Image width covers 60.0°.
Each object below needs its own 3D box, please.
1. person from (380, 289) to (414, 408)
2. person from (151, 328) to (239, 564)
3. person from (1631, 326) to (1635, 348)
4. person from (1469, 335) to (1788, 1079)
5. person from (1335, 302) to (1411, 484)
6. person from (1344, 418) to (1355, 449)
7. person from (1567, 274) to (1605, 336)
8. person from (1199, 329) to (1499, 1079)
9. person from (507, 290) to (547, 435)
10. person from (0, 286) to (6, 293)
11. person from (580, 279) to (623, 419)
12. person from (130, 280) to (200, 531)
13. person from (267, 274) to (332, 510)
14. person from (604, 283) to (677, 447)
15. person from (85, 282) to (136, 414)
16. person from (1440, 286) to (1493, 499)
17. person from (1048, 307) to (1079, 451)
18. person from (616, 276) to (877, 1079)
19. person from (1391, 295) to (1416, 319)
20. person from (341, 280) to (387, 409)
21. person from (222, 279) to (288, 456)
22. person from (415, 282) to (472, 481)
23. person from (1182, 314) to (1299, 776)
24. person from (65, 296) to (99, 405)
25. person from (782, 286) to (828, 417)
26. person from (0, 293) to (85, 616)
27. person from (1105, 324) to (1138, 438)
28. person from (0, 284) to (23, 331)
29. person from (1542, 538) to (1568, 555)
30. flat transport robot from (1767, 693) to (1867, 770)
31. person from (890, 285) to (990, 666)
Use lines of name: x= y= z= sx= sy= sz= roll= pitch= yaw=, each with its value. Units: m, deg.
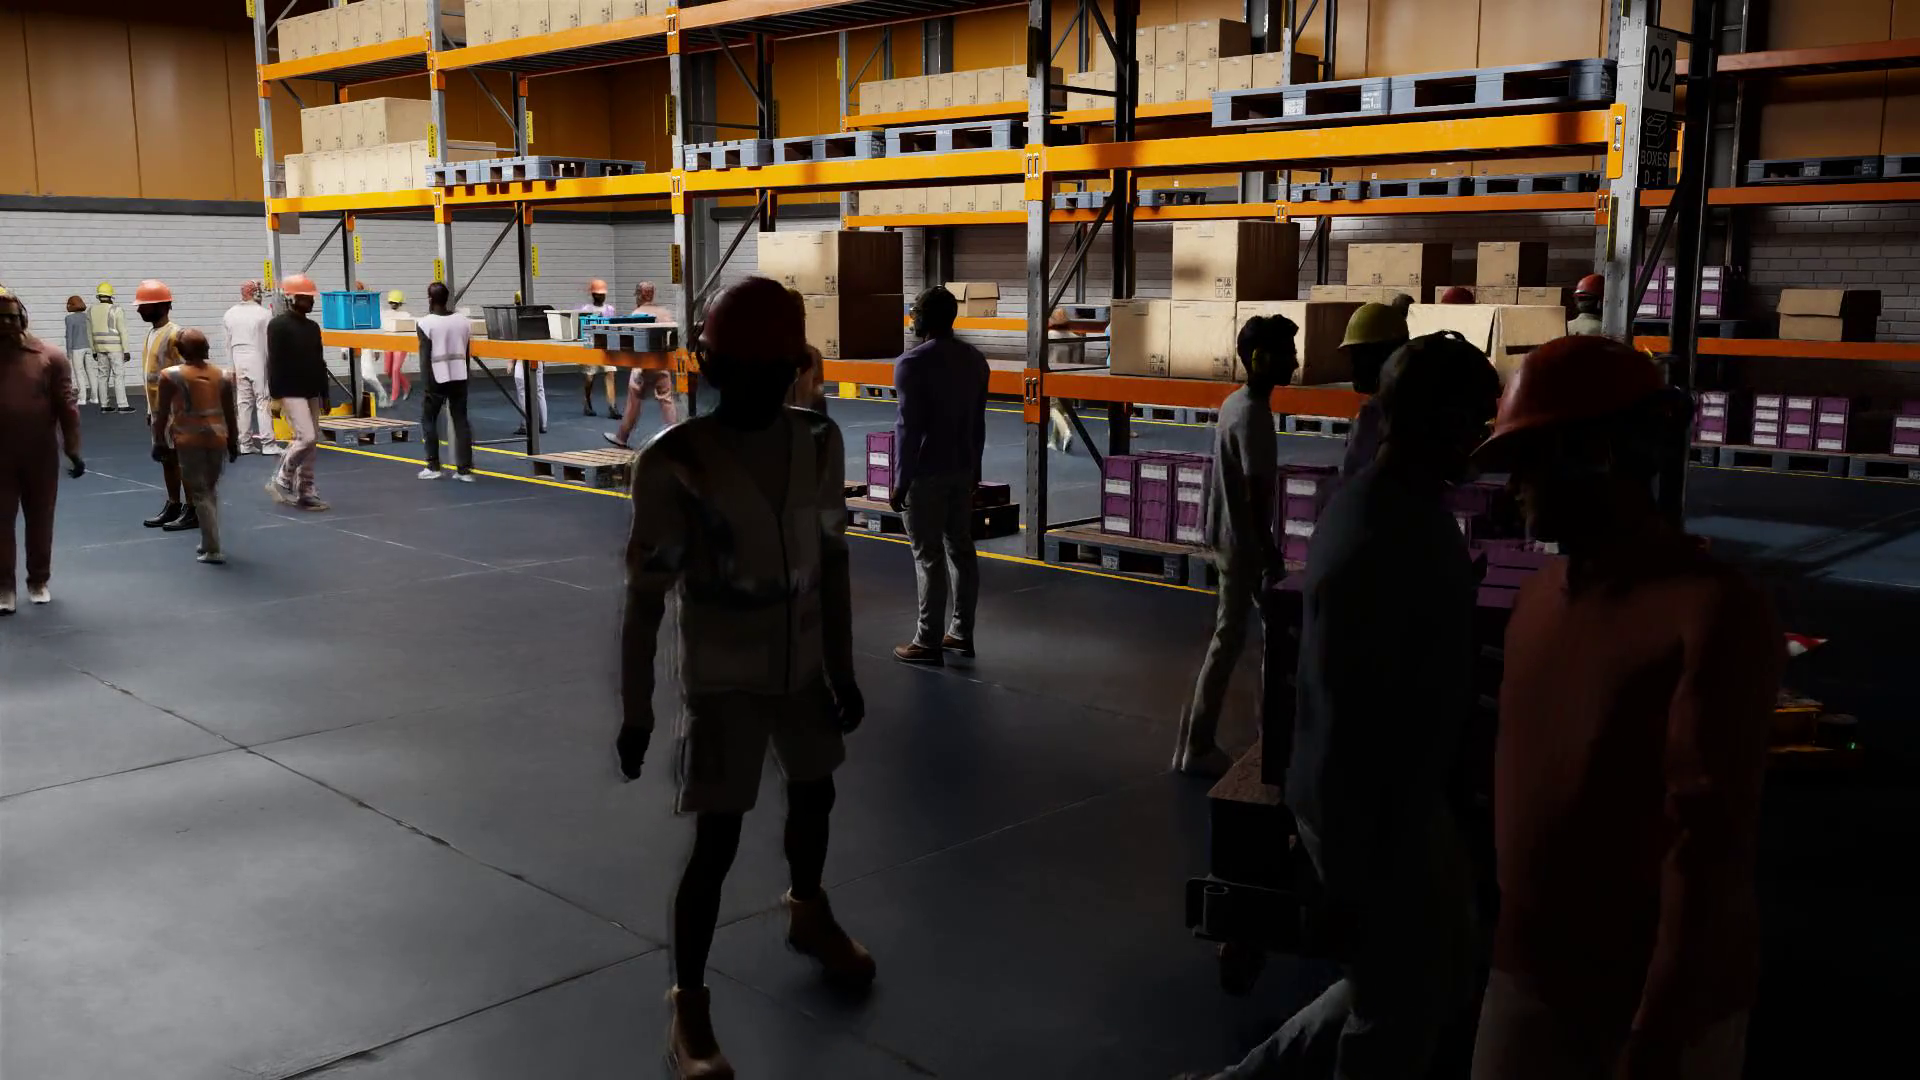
person: x=-8.251 y=-2.818 z=24.439 sx=0.591 sy=1.722 sz=0.630 roll=3 pitch=10 yaw=19
person: x=-5.315 y=-0.647 z=11.503 sx=0.696 sy=1.611 sz=0.518 roll=6 pitch=11 yaw=35
person: x=5.631 y=-1.249 z=14.453 sx=0.575 sy=1.843 sz=0.419 roll=-1 pitch=9 yaw=-5
person: x=1.011 y=0.653 z=2.577 sx=0.902 sy=1.926 sz=0.623 roll=-4 pitch=10 yaw=-23
person: x=1.581 y=0.019 z=6.573 sx=0.872 sy=1.883 sz=0.595 roll=6 pitch=11 yaw=35
person: x=3.091 y=-0.817 z=12.453 sx=0.522 sy=1.638 sz=0.311 roll=-7 pitch=12 yaw=-37
person: x=4.630 y=-0.965 z=12.322 sx=0.405 sy=1.985 sz=0.605 roll=-6 pitch=11 yaw=-31
person: x=0.774 y=0.547 z=3.254 sx=0.543 sy=1.914 sz=0.660 roll=4 pitch=10 yaw=21
person: x=-5.309 y=-2.169 z=20.357 sx=0.328 sy=1.765 sz=0.532 roll=9 pitch=13 yaw=44
person: x=-11.324 y=-2.089 z=19.652 sx=0.404 sy=1.835 sz=0.590 roll=4 pitch=10 yaw=21
person: x=-4.919 y=-2.591 z=22.585 sx=0.564 sy=1.888 sz=1.008 roll=-7 pitch=11 yaw=-36
person: x=-6.161 y=-1.035 z=12.874 sx=0.553 sy=1.935 sz=0.363 roll=8 pitch=12 yaw=39
person: x=-5.472 y=-1.217 z=13.850 sx=0.435 sy=1.977 sz=0.655 roll=2 pitch=9 yaw=12
person: x=-3.563 y=-1.950 z=18.715 sx=0.967 sy=1.859 sz=0.679 roll=6 pitch=11 yaw=32
person: x=-11.878 y=-2.680 z=23.267 sx=0.600 sy=1.834 sz=0.404 roll=2 pitch=9 yaw=10
person: x=3.449 y=-0.845 z=11.843 sx=0.573 sy=1.888 sz=0.962 roll=-7 pitch=12 yaw=-38
person: x=1.102 y=-1.770 z=18.374 sx=0.501 sy=1.611 sz=0.694 roll=-4 pitch=10 yaw=-24
person: x=-0.522 y=0.335 z=4.317 sx=0.838 sy=2.001 sz=0.602 roll=-9 pitch=13 yaw=-42
person: x=3.922 y=-1.297 z=14.954 sx=0.627 sy=1.794 sz=0.976 roll=-1 pitch=9 yaw=-6
person: x=-8.338 y=-2.686 z=23.231 sx=0.580 sy=1.871 sz=0.560 roll=2 pitch=10 yaw=13
person: x=-7.641 y=-1.866 z=18.064 sx=0.650 sy=1.906 sz=0.402 roll=3 pitch=10 yaw=19
person: x=-4.964 y=-1.510 z=15.938 sx=0.768 sy=1.893 sz=0.607 roll=9 pitch=13 yaw=42
person: x=1.244 y=0.043 z=6.554 sx=0.764 sy=1.841 sz=0.545 roll=1 pitch=9 yaw=9
person: x=-13.130 y=-2.829 z=24.837 sx=0.280 sy=1.624 sz=0.493 roll=2 pitch=10 yaw=14
person: x=-1.044 y=-0.595 z=10.235 sx=0.611 sy=1.912 sz=0.500 roll=-8 pitch=12 yaw=-39
person: x=-5.534 y=-0.503 z=9.811 sx=0.657 sy=1.875 sz=0.863 roll=-6 pitch=11 yaw=-32
person: x=1.946 y=-2.064 z=19.943 sx=0.320 sy=1.694 sz=0.534 roll=-7 pitch=11 yaw=-35
person: x=-13.982 y=-2.927 z=24.155 sx=0.984 sy=2.000 sz=0.686 roll=8 pitch=12 yaw=40
person: x=2.405 y=0.163 z=6.546 sx=0.824 sy=1.599 sz=0.520 roll=8 pitch=12 yaw=41
flat transport robot: x=3.185 y=0.709 z=7.275 sx=0.652 sy=0.197 sz=1.431 roll=-2 pitch=9 yaw=-9
person: x=-0.115 y=-0.328 z=8.533 sx=0.364 sy=1.939 sz=0.636 roll=8 pitch=12 yaw=41
